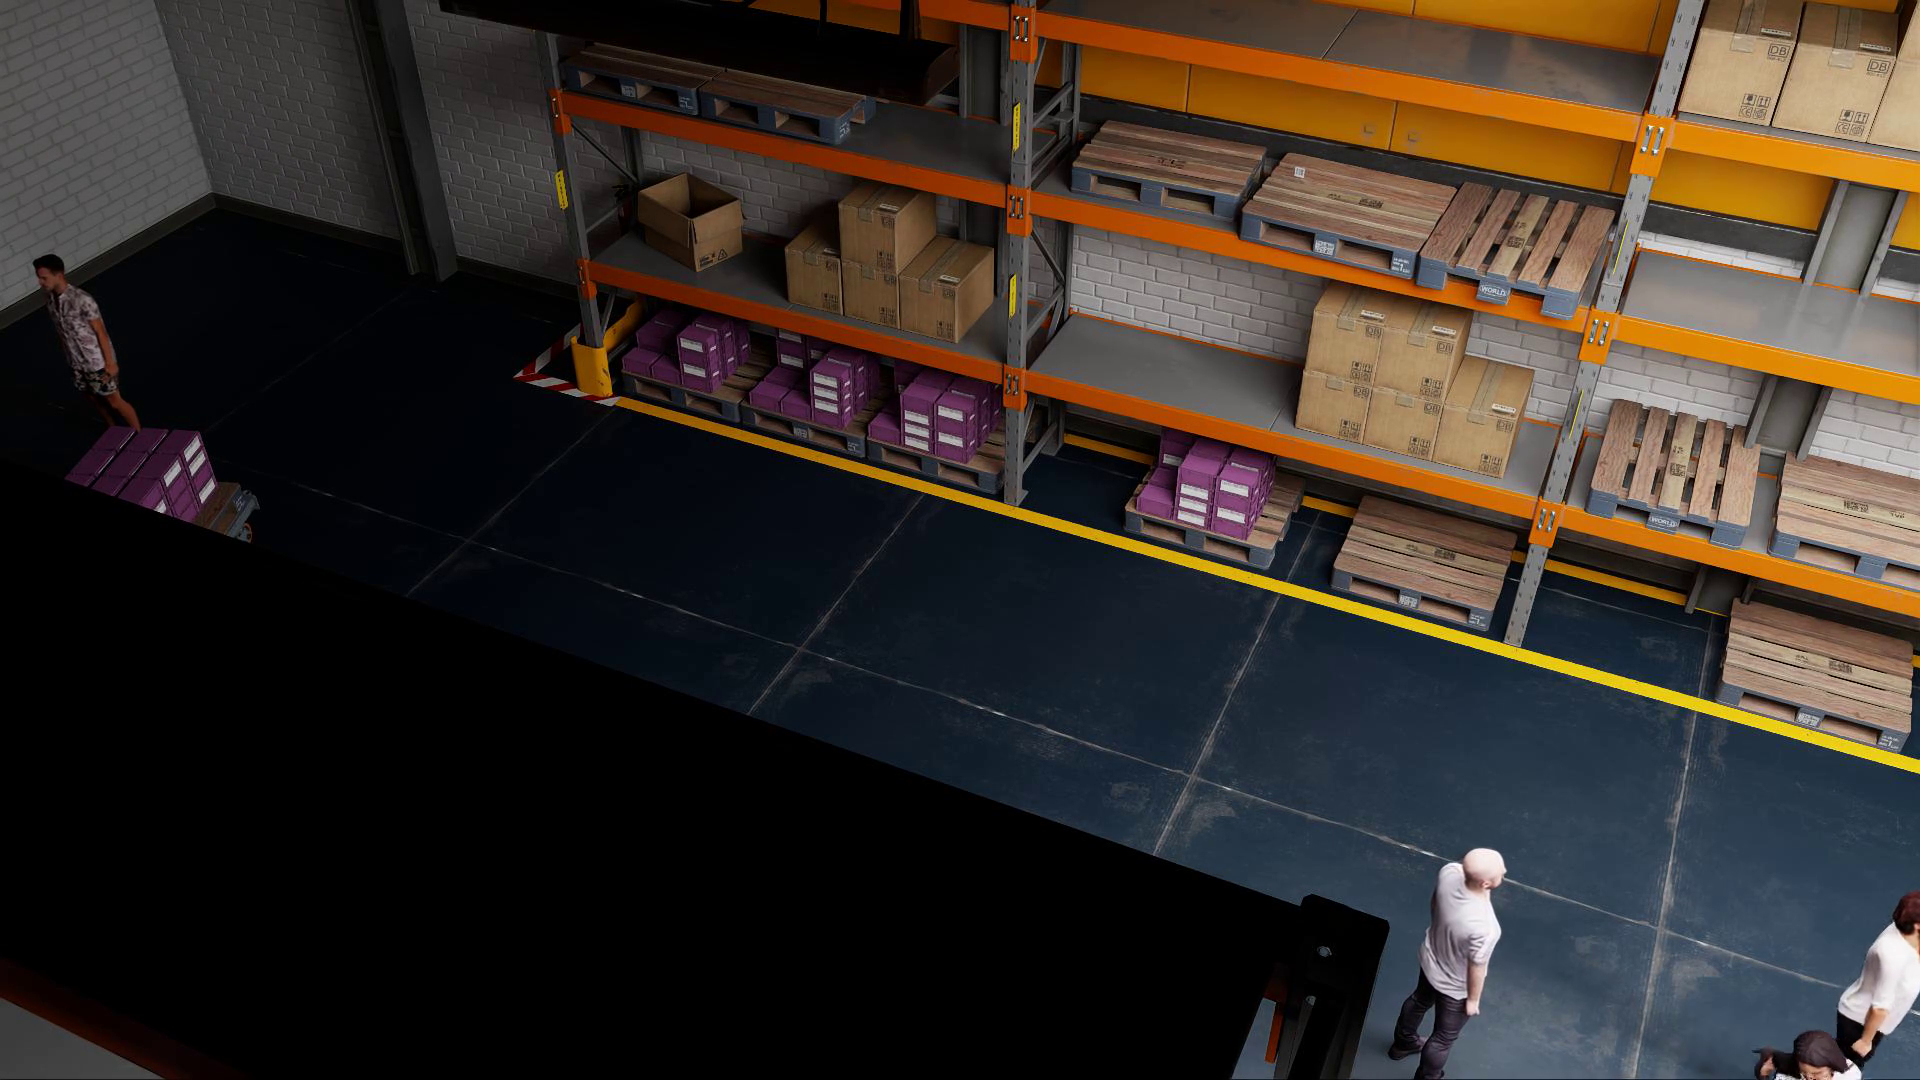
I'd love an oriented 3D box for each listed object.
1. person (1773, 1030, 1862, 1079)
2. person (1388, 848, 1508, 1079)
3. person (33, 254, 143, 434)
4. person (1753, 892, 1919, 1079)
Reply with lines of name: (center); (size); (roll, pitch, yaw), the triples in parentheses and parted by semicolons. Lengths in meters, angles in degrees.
person: (4.060, 2.880, 8.111); (0.785, 1.756, 0.873); (-20, 43, -23)
person: (2.595, 2.268, 8.818); (0.771, 1.830, 0.751); (-6, 39, -8)
person: (-7.103, -1.532, 13.596); (0.479, 1.807, 0.729); (14, 41, 17)
person: (4.615, 2.430, 8.657); (0.899, 1.779, 0.759); (30, 47, 32)
